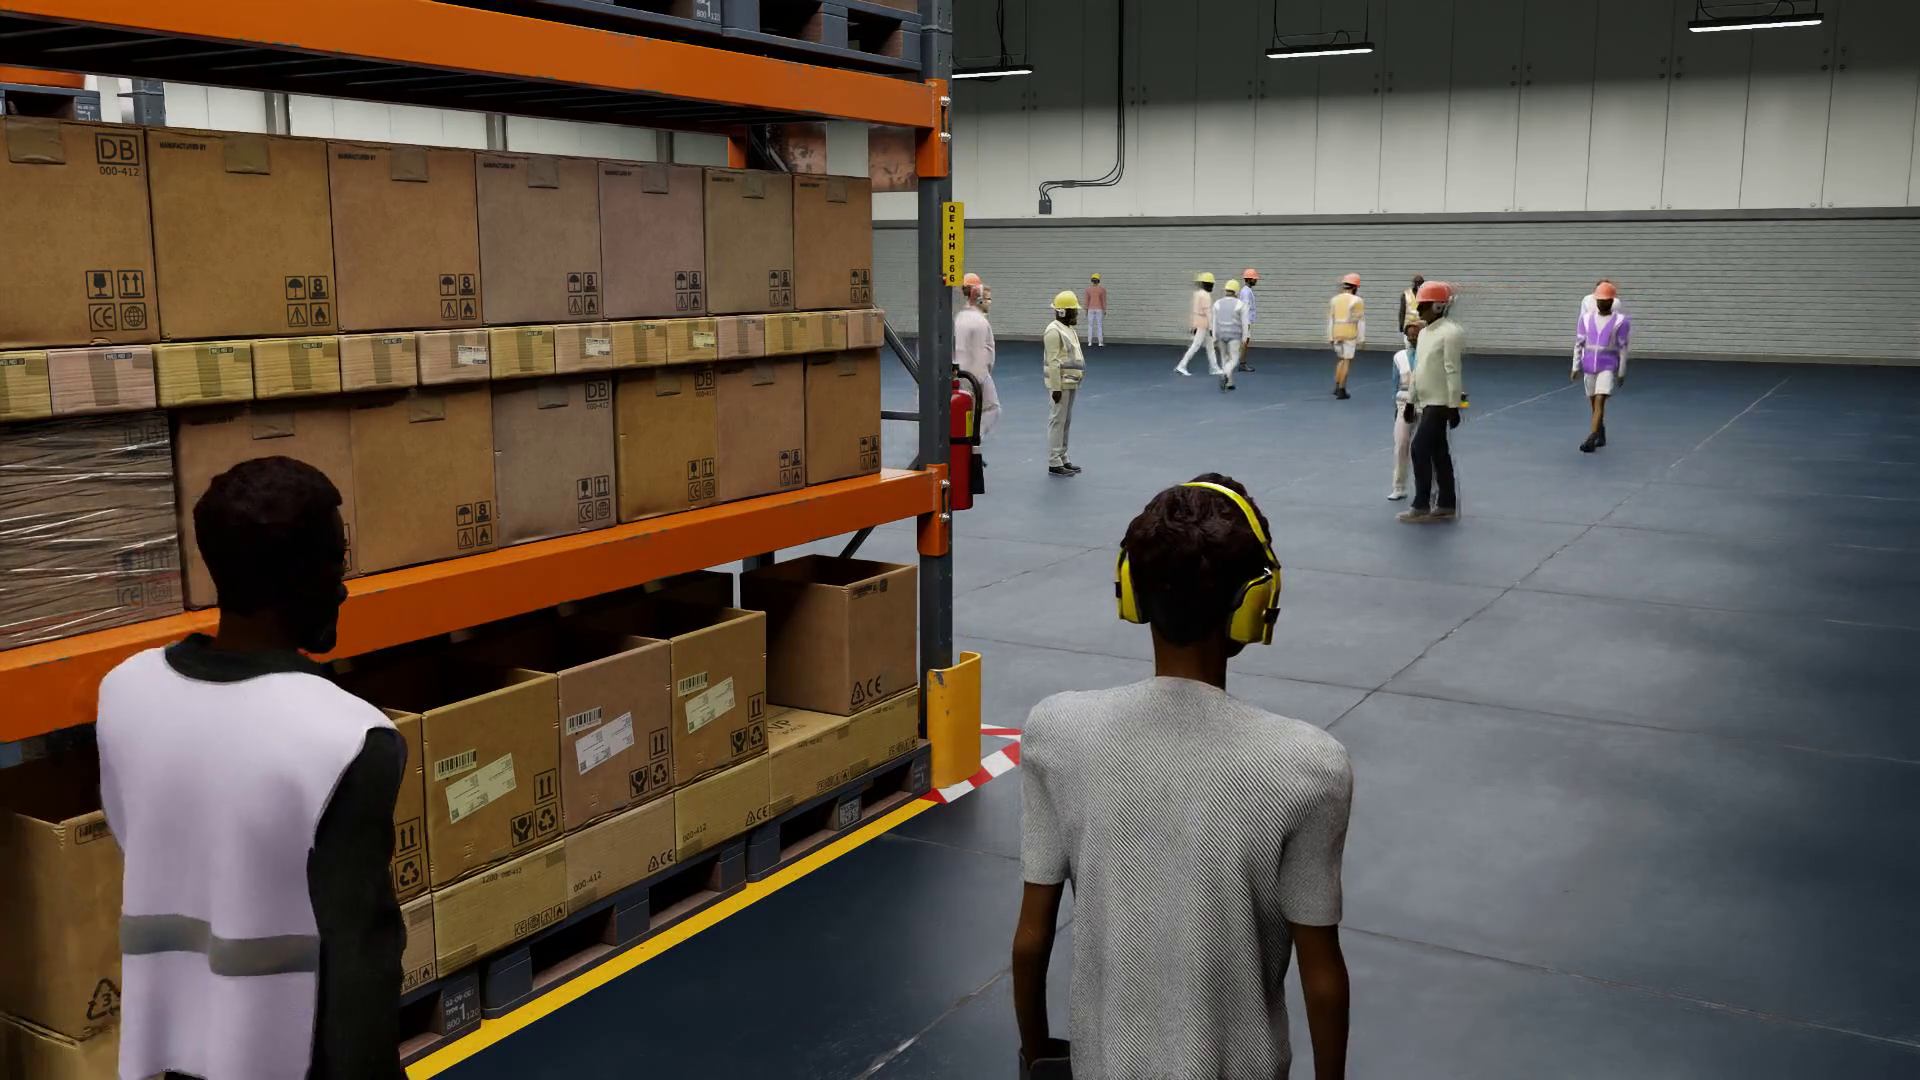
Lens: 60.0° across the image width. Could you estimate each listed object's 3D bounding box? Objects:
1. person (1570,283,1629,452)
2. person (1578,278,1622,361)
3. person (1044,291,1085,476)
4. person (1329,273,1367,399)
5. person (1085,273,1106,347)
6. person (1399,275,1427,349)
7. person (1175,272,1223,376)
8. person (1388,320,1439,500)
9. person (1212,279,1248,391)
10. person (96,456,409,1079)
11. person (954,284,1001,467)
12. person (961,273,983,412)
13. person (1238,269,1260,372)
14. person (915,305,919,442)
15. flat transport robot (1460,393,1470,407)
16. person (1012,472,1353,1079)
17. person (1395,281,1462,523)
[{"bbox_3d":[7.214,-1.946,18.716,0.545,1.890,1.037,8,13,40],"label":"person"},{"bbox_3d":[10.272,-3.289,26.741,0.637,1.820,0.530,7,12,36],"label":"person"},{"bbox_3d":[1.040,-1.555,16.555,0.404,1.828,0.600,3,10,18],"label":"person"},{"bbox_3d":[5.917,-3.102,25.376,0.560,1.911,0.552,-8,13,-39],"label":"person"},{"bbox_3d":[3.266,-5.538,40.062,0.524,1.769,0.315,3,10,15],"label":"person"},{"bbox_3d":[8.707,-4.139,31.720,0.633,1.820,0.721,3,10,15],"label":"person"},{"bbox_3d":[4.399,-3.929,30.306,0.978,1.886,0.609,-1,10,-3],"label":"person"},{"bbox_3d":[4.157,-1.184,15.022,0.513,1.611,0.782,7,12,36],"label":"person"},{"bbox_3d":[4.304,-3.266,26.646,0.598,1.812,0.679,6,11,31],"label":"person"},{"bbox_3d":[-1.103,0.805,2.604,0.591,1.883,0.917,4,10,22],"label":"person"},{"bbox_3d":[0.192,-1.682,17.157,0.466,1.885,0.639,-5,11,-25],"label":"person"},{"bbox_3d":[0.151,-2.736,23.148,0.350,1.942,0.545,-3,10,-16],"label":"person"},{"bbox_3d":[5.453,-4.146,31.418,0.371,1.935,0.551,2,10,9],"label":"person"},{"bbox_3d":[-0.375,-1.922,19.289,0.360,1.629,0.513,-2,10,-12],"label":"person"},{"bbox_3d":[6.957,-2.100,24.308,0.652,0.197,1.431,1,10,4],"label":"flat transport robot"},{"bbox_3d":[0.323,0.834,2.458,0.523,1.870,0.317,4,11,24],"label":"person"},{"bbox_3d":[3.810,-1.124,13.621,0.741,1.964,0.649,-1,10,-6],"label":"person"}]
